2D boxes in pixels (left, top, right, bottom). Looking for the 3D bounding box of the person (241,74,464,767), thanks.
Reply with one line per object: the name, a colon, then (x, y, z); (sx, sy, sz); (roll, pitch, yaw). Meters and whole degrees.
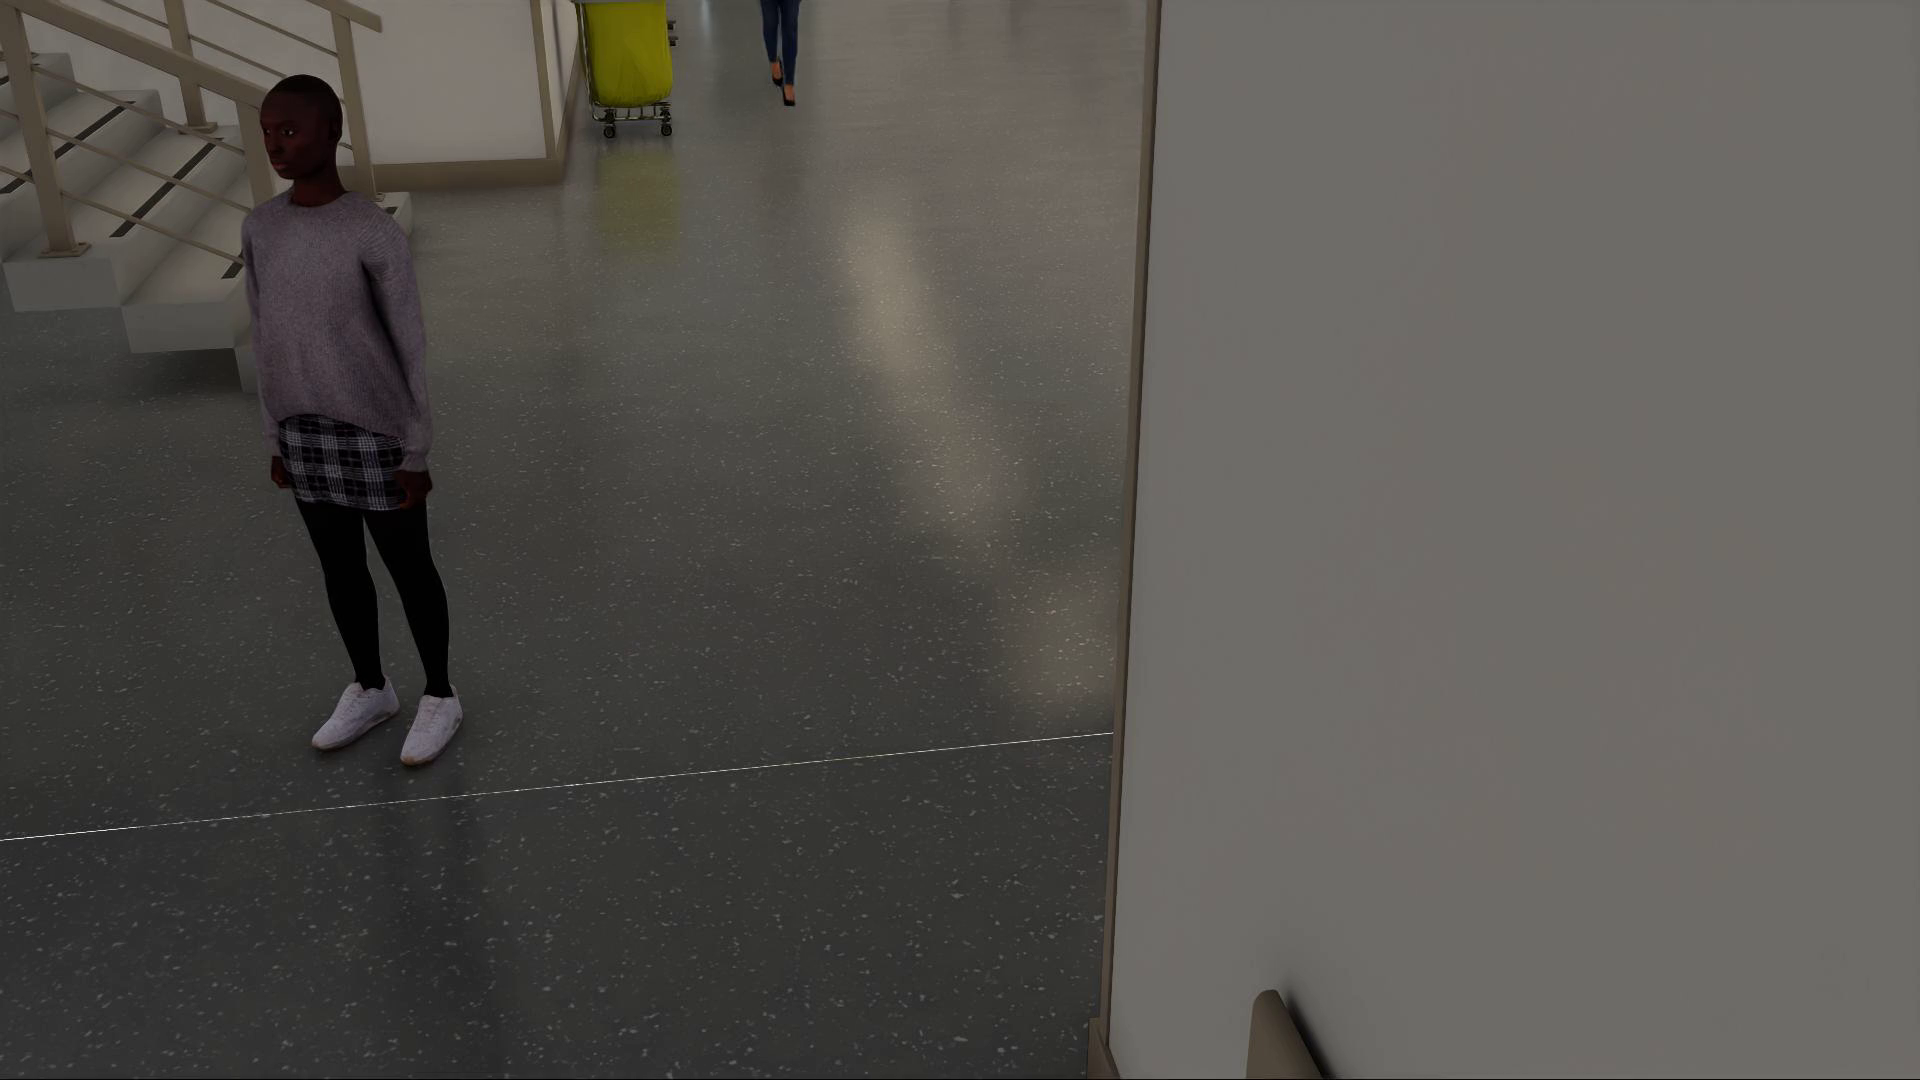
person: (-1.534, -0.274, 4.219); (0.623, 1.772, 0.757); (7, 27, 14)
